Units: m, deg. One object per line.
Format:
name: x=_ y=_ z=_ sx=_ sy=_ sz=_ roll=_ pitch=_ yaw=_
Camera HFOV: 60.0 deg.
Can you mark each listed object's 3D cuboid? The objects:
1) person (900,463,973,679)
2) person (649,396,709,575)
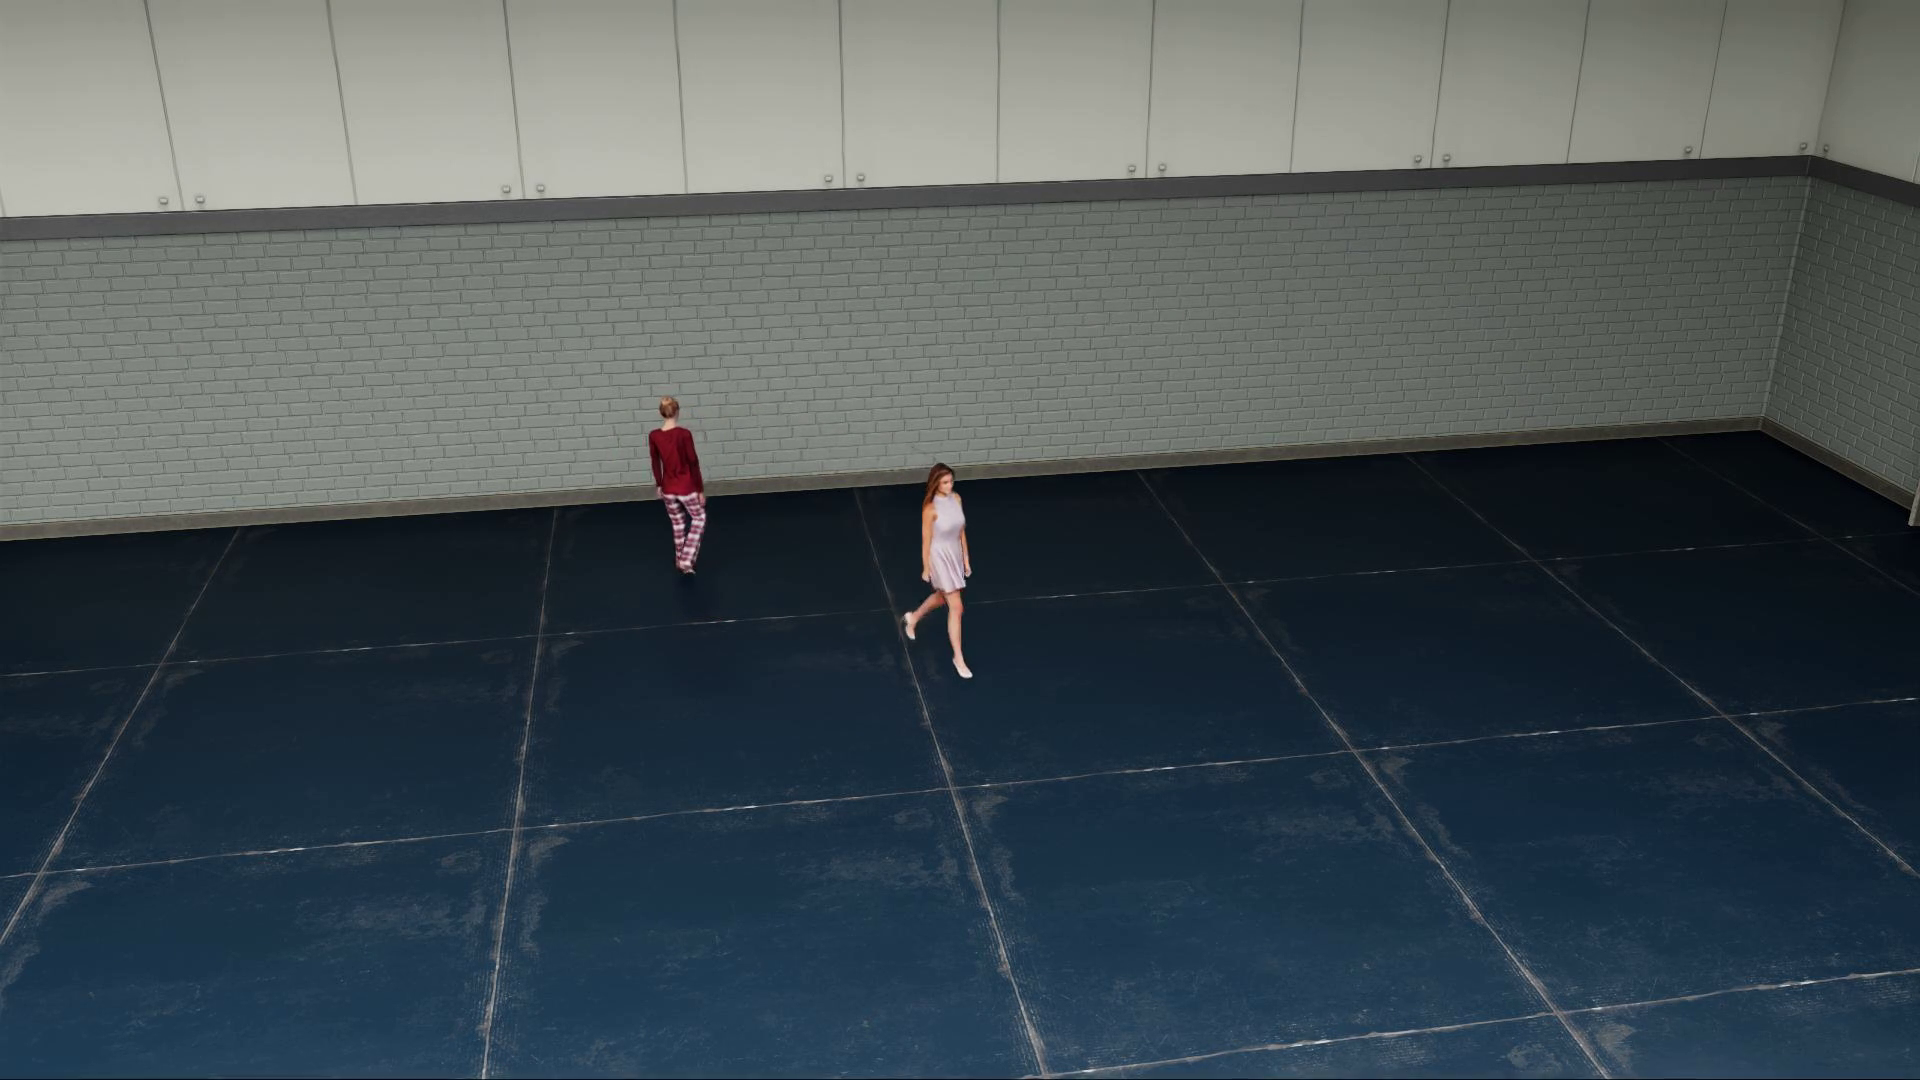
person: x=-0.177 y=0.198 z=13.182 sx=1.149 sy=1.735 sz=0.971 roll=21 pitch=31 yaw=40
person: x=-2.474 y=-0.461 z=14.781 sx=0.823 sy=1.695 sz=0.855 roll=5 pitch=24 yaw=11
